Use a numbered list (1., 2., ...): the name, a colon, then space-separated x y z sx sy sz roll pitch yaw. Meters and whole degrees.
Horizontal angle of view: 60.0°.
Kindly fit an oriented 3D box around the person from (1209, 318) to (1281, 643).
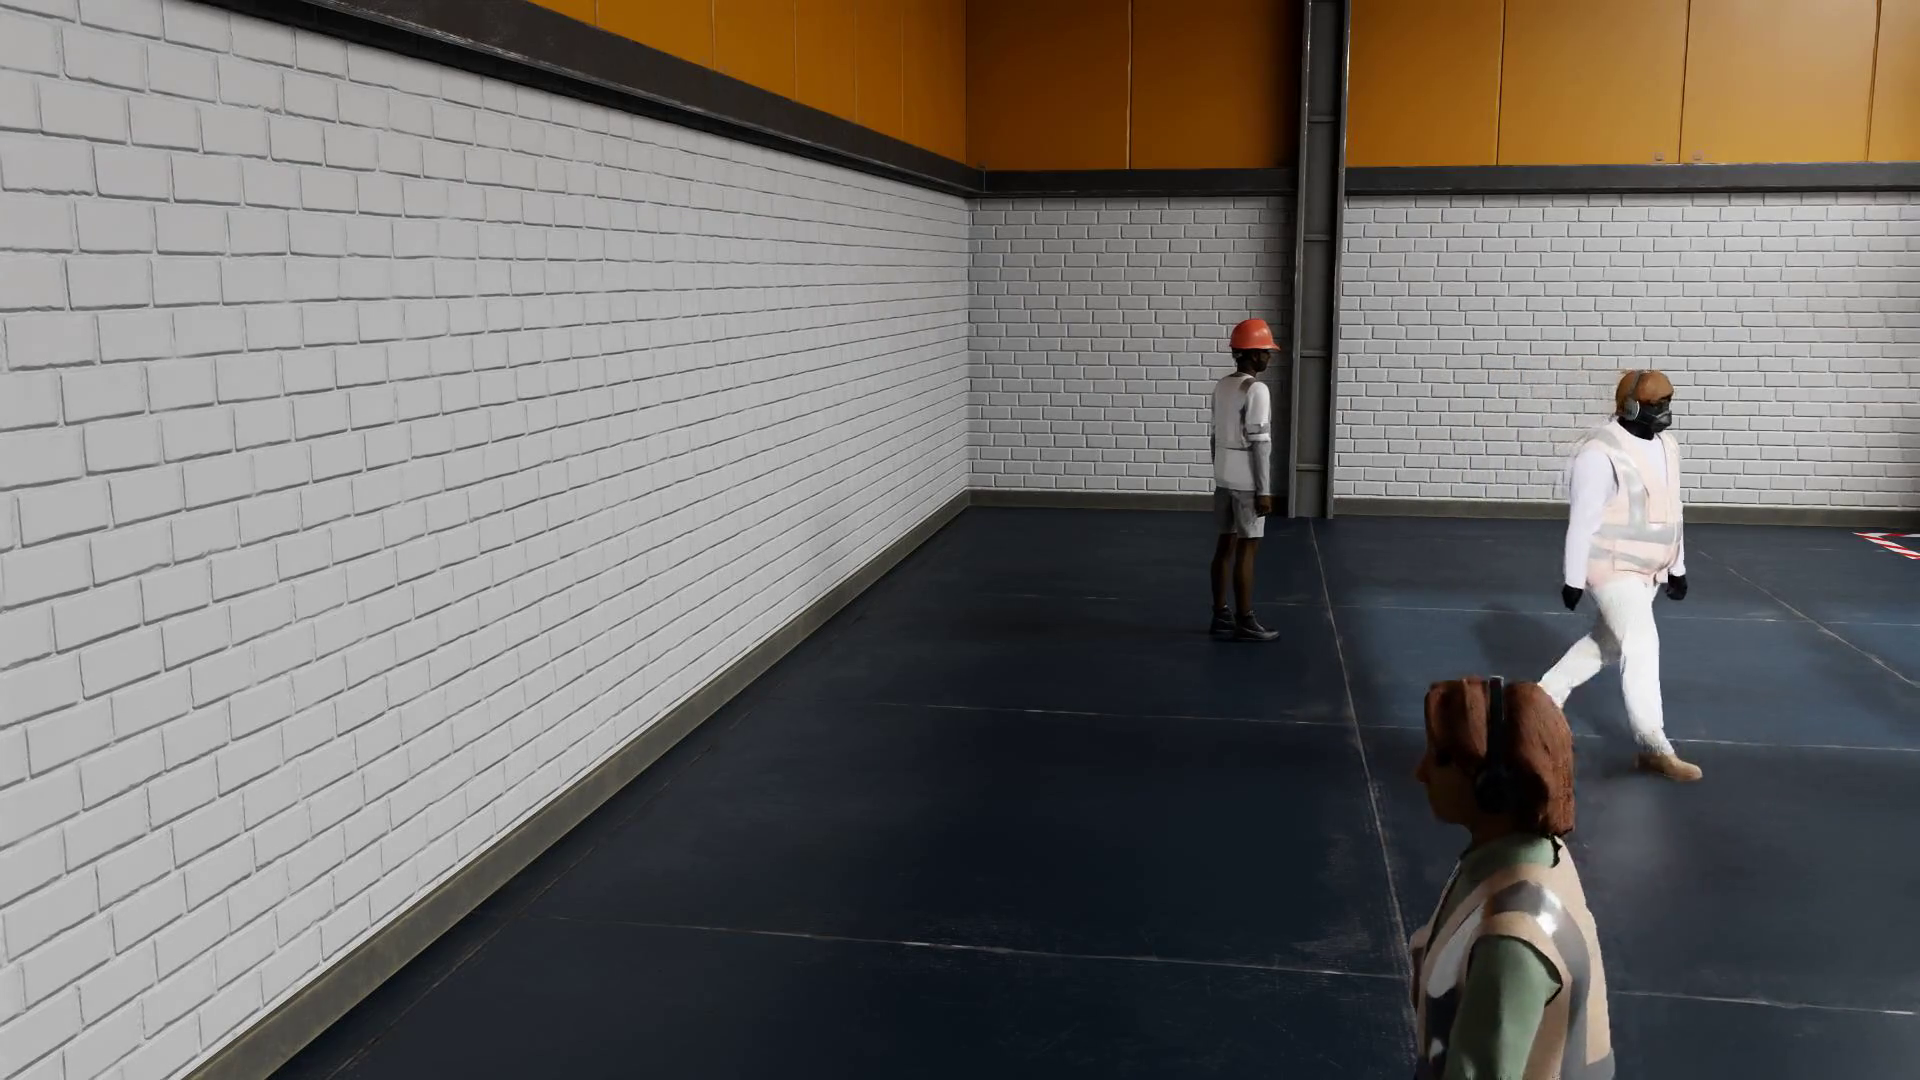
1. person: 1.716 -0.356 10.010 0.375 1.939 0.546 -3 10 -20

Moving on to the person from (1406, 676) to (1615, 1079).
1. person: 0.715 0.998 2.587 0.745 1.606 0.546 3 9 15

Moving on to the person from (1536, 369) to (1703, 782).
1. person: 2.943 0.119 7.510 0.628 1.804 0.931 -7 12 -38
